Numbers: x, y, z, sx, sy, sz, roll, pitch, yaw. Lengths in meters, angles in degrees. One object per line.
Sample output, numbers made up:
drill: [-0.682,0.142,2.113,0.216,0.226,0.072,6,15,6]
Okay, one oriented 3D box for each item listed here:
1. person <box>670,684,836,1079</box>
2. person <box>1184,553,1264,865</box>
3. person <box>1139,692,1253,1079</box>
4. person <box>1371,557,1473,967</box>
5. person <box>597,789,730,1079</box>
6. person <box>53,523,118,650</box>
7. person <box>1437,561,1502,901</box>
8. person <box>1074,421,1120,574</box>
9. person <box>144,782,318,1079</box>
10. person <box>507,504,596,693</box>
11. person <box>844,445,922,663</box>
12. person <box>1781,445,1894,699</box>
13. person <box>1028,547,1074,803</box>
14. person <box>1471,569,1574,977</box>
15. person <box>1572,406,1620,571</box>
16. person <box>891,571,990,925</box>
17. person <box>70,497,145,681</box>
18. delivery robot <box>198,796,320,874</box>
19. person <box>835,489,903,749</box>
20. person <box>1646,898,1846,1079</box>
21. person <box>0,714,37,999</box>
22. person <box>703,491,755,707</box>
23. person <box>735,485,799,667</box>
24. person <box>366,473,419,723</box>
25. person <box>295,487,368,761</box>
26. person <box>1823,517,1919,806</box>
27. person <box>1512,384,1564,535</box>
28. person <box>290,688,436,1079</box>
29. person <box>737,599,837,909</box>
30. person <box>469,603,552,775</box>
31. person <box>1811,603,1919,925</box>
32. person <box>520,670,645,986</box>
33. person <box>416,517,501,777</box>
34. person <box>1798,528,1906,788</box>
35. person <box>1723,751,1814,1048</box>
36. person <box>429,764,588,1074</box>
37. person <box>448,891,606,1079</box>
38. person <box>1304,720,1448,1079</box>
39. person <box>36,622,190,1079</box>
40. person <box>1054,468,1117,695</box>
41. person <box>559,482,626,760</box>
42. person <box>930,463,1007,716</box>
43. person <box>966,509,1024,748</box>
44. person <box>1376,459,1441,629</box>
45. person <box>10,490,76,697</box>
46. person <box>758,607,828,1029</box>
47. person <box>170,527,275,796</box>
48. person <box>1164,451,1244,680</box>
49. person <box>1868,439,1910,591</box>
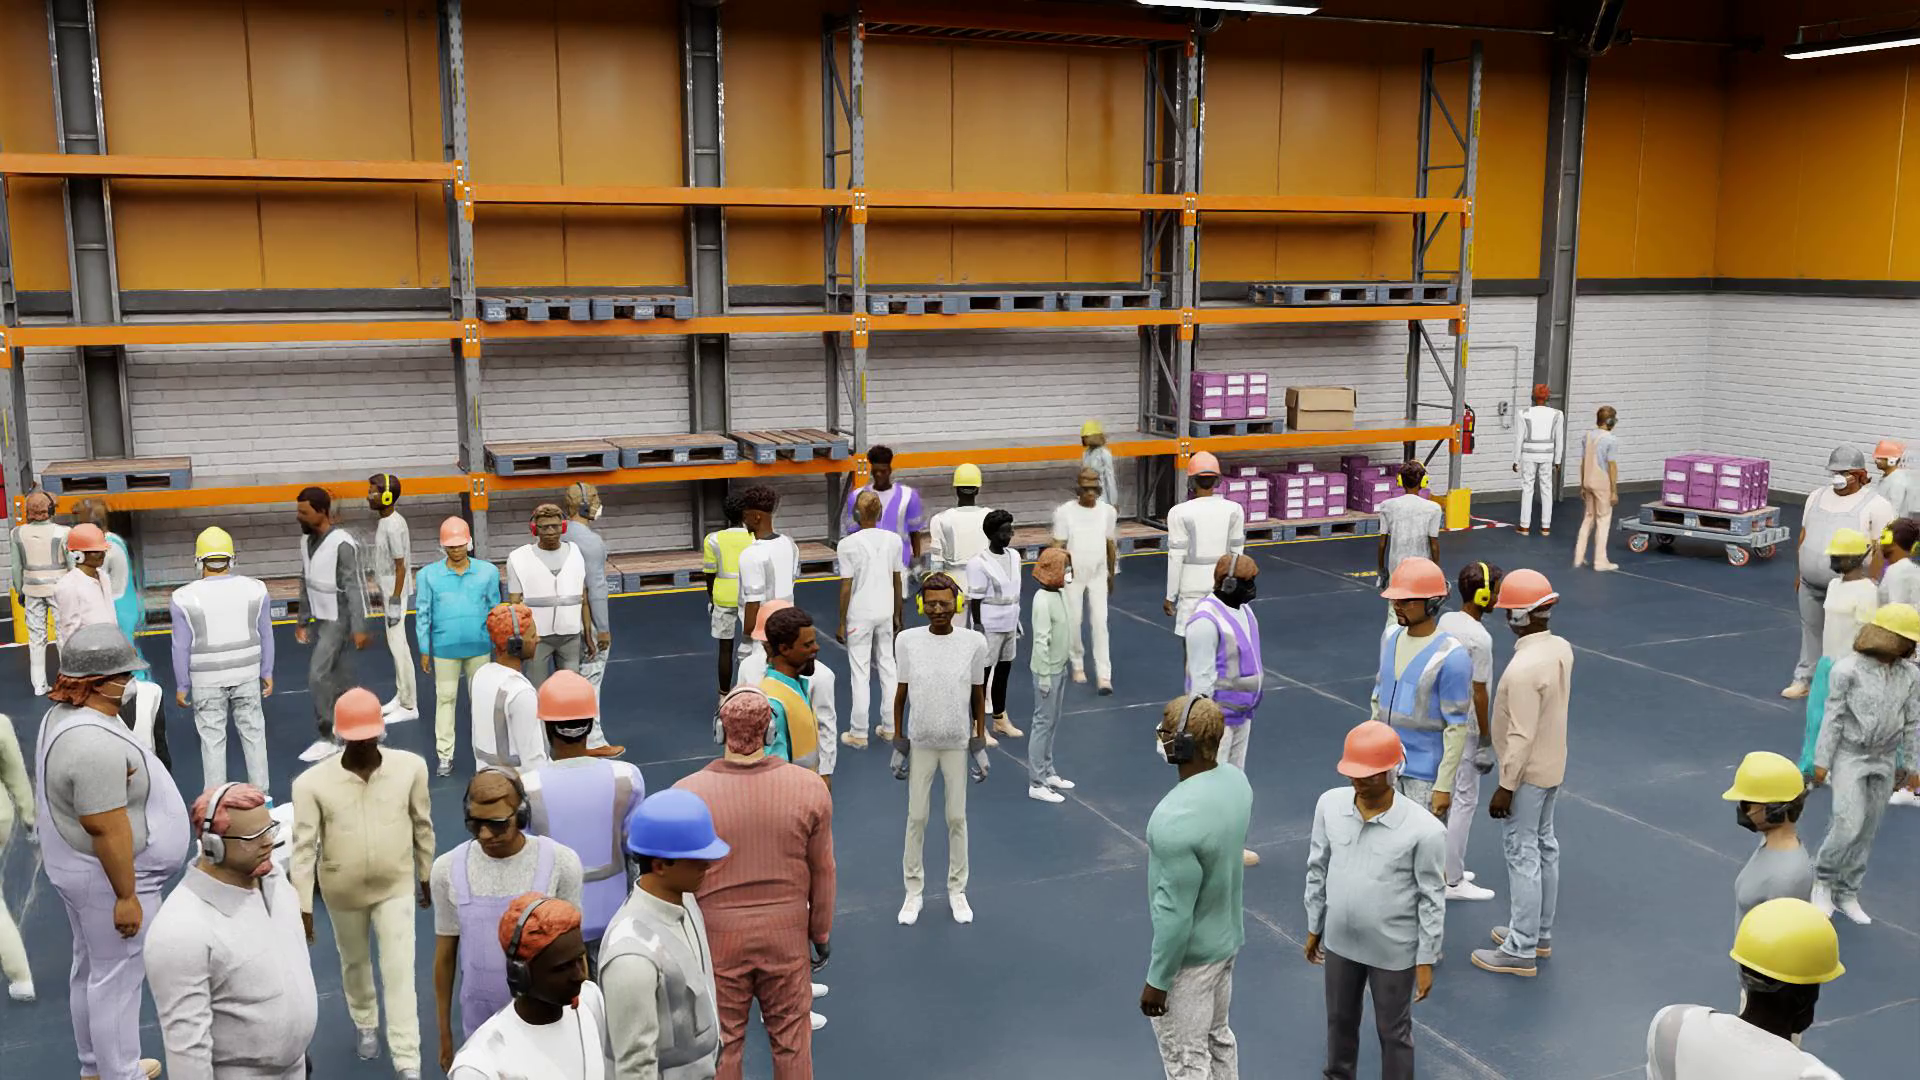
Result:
person: [-0.790,1.479,6.279,0.643,1.908,0.408,-2,10,-14]
person: [1.492,0.979,9.383,0.429,1.834,0.635,7,12,33]
person: [0.839,1.499,6.071,0.372,1.940,0.631,6,11,29]
person: [2.199,1.089,8.132,0.373,2.044,0.608,-5,11,-25]
person: [-0.882,1.684,5.002,0.416,1.941,0.608,1,10,4]
person: [-5.657,0.756,10.883,0.337,1.752,0.564,0,10,-2]
person: [2.740,1.031,9.016,0.341,1.857,0.521,-2,10,-10]
person: [1.394,-0.431,17.892,0.902,1.685,0.496,-5,11,-28]
person: [-2.197,1.672,5.170,0.404,1.906,0.651,1,10,4]
person: [-2.749,0.657,11.190,0.569,1.843,0.374,-6,11,-30]
person: [-0.651,0.200,13.565,0.622,1.924,0.870,1,10,8]
person: [6.743,0.276,12.825,0.538,2.000,0.682,-7,12,-34]
person: [0.592,0.850,10.689,0.267,1.632,0.509,3,10,17]
person: [2.746,1.123,8.103,0.391,1.986,0.609,7,12,37]
person: [7.048,-0.561,18.278,0.422,1.828,0.527,-3,10,-19]
person: [-0.102,1.081,8.676,0.521,1.873,0.328,0,10,-2]
person: [-6.050,0.603,11.612,0.811,1.804,0.510,-4,11,-23]
delivery robot: [-3.762,1.634,9.004,0.477,0.478,0.707,4,10,20]
person: [-0.643,0.557,11.765,0.506,1.846,0.345,-6,12,-31]
person: [2.003,1.830,4.239,0.383,1.920,0.587,-6,11,-31]
person: [-4.656,1.362,7.859,0.810,1.583,0.508,6,11,29]
person: [-1.683,0.472,12.687,0.535,1.697,0.318,0,10,-2]
person: [-1.304,0.609,11.125,0.367,1.963,0.607,4,11,21]
person: [-4.258,0.428,12.428,0.321,1.876,0.532,-4,11,-23]
person: [-4.446,0.578,11.505,0.638,1.891,0.712,10,14,44]
person: [5.921,0.764,10.667,0.603,1.813,0.769,-7,12,-35]
person: [7.147,-0.994,20.589,0.586,1.882,0.341,1,10,6]
person: [-2.480,1.459,6.959,0.592,1.697,0.907,-5,11,-24]
person: [-0.919,1.157,8.578,0.573,1.746,0.345,4,11,21]
person: [-2.078,1.224,7.813,0.347,1.882,0.584,-8,13,-39]
person: [4.722,1.161,8.639,0.497,1.716,0.381,-1,10,-8]
person: [-1.472,1.449,6.396,0.546,1.929,0.385,-5,11,-24]
person: [-3.348,0.706,11.172,0.573,1.750,0.332,-4,11,-23]
person: [5.779,0.784,10.760,0.770,1.739,0.534,-1,10,-3]
person: [2.858,1.615,5.938,0.342,1.757,0.533,4,11,21]
person: [-1.510,1.632,5.619,0.524,1.834,0.359,-1,10,-3]
person: [-1.082,1.825,4.353,0.337,1.880,0.585,3,10,19]
person: [1.564,1.536,6.395,0.569,1.747,0.347,9,13,43]
person: [-3.417,1.327,6.767,0.535,2.000,0.688,-8,13,-39]
person: [1.000,0.325,13.230,0.520,1.794,0.934,0,10,-3]
person: [-2.594,0.558,11.490,0.365,1.939,0.636,-8,13,-39]
person: [0.052,0.382,12.541,0.594,1.925,0.379,-3,10,-14]
person: [0.260,0.617,11.844,0.316,1.697,0.540,8,13,39]
person: [3.597,0.283,13.316,0.509,1.860,0.333,5,11,29]
person: [-7.173,0.428,13.100,0.524,1.639,0.308,0,10,-3]
person: [-0.804,1.247,7.586,0.391,1.918,0.587,0,10,-1]
person: [-4.533,0.827,10.247,0.597,1.832,0.404,-8,13,-38]
person: [1.792,0.358,12.352,0.614,2.039,0.390,-3,10,-17]
person: [8.736,-0.086,15.773,0.516,1.731,0.580,2,10,11]
